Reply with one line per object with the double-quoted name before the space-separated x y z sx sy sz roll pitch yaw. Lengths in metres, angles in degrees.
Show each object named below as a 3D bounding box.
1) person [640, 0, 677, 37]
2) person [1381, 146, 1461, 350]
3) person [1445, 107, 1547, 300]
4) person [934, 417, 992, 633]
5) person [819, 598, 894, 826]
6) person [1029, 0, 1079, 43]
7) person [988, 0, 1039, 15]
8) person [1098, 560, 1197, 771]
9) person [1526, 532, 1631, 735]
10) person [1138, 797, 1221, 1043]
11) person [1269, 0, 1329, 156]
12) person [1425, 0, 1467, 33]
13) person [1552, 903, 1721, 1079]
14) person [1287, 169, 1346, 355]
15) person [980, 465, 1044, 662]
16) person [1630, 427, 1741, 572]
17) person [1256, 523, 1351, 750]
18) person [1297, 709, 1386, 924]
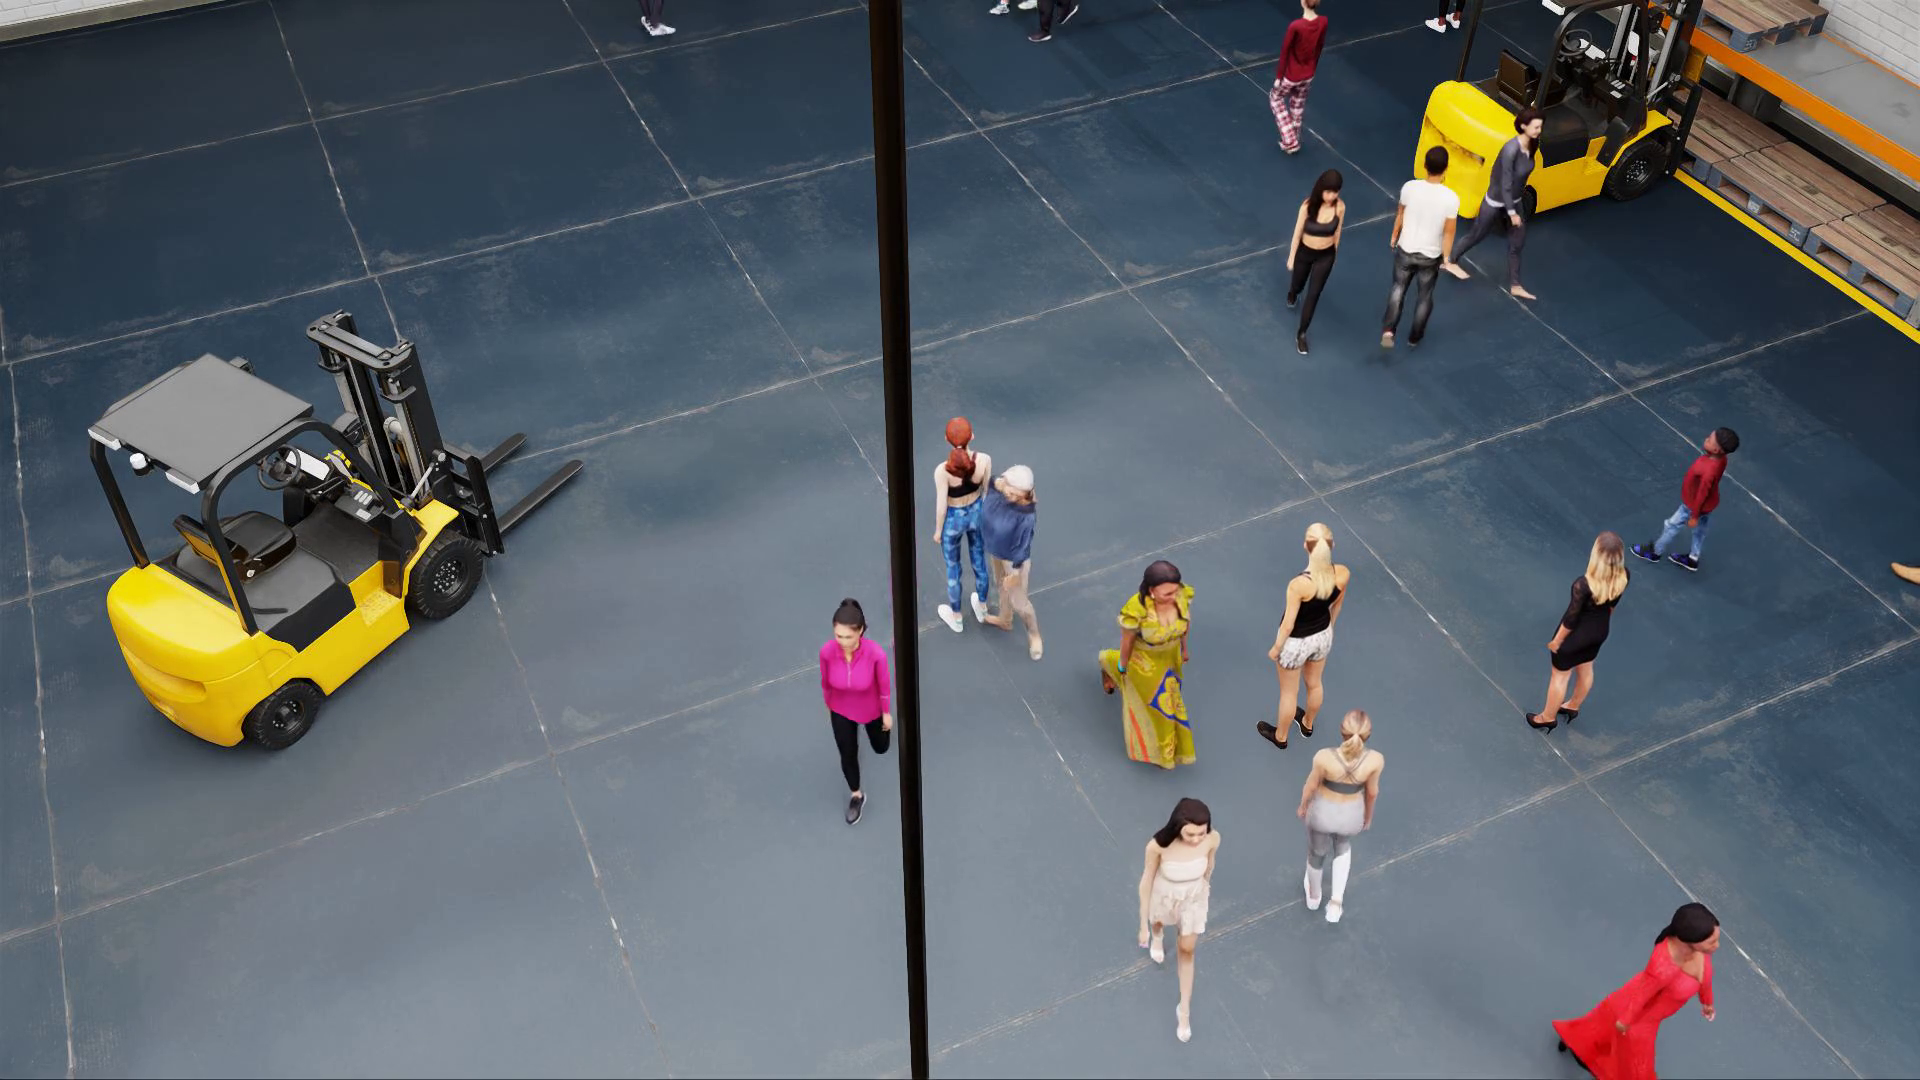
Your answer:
"person" -3.372 -6.234 17.557 0.768 1.778 0.854 7 44 8
"person" 3.670 -2.302 13.440 0.947 1.776 0.990 22 48 22
"person" 4.502 -2.871 14.069 0.818 1.722 1.162 -33 53 -30
"person" 0.019 -0.099 11.119 0.557 1.787 0.564 -16 46 -16
"person" -0.596 0.959 10.084 0.878 1.683 1.035 4 44 4
"person" 1.026 -6.095 17.442 0.660 1.737 0.751 -17 46 -17
"person" 0.750 -6.518 17.843 0.958 1.796 0.988 -20 47 -20
"person" 1.156 0.684 10.405 0.895 1.637 1.257 -25 49 -24
"person" 3.910 0.597 10.461 0.548 1.677 0.464 -16 46 -16
"person" 1.153 1.880 9.098 0.810 1.699 1.062 -2 44 -2
"person" 3.219 -4.375 15.674 0.637 1.686 0.623 -17 46 -17
"person" 5.288 -6.250 17.611 0.599 1.728 0.552 -16 46 -16
"person" 3.467 2.351 8.581 0.856 1.741 1.206 -33 52 -29
"person" 2.886 -2.359 13.604 0.823 1.622 1.039 2 44 2
"person" 0.314 0.039 11.057 0.808 1.673 0.539 -10 44 -10
"person" 5.249 -0.251 11.666 0.779 1.243 0.677 28 50 27
"person" 2.151 0.606 10.329 0.594 1.846 0.512 -16 46 -16
"person" 2.116 1.621 9.375 0.718 1.693 0.806 3 44 3
